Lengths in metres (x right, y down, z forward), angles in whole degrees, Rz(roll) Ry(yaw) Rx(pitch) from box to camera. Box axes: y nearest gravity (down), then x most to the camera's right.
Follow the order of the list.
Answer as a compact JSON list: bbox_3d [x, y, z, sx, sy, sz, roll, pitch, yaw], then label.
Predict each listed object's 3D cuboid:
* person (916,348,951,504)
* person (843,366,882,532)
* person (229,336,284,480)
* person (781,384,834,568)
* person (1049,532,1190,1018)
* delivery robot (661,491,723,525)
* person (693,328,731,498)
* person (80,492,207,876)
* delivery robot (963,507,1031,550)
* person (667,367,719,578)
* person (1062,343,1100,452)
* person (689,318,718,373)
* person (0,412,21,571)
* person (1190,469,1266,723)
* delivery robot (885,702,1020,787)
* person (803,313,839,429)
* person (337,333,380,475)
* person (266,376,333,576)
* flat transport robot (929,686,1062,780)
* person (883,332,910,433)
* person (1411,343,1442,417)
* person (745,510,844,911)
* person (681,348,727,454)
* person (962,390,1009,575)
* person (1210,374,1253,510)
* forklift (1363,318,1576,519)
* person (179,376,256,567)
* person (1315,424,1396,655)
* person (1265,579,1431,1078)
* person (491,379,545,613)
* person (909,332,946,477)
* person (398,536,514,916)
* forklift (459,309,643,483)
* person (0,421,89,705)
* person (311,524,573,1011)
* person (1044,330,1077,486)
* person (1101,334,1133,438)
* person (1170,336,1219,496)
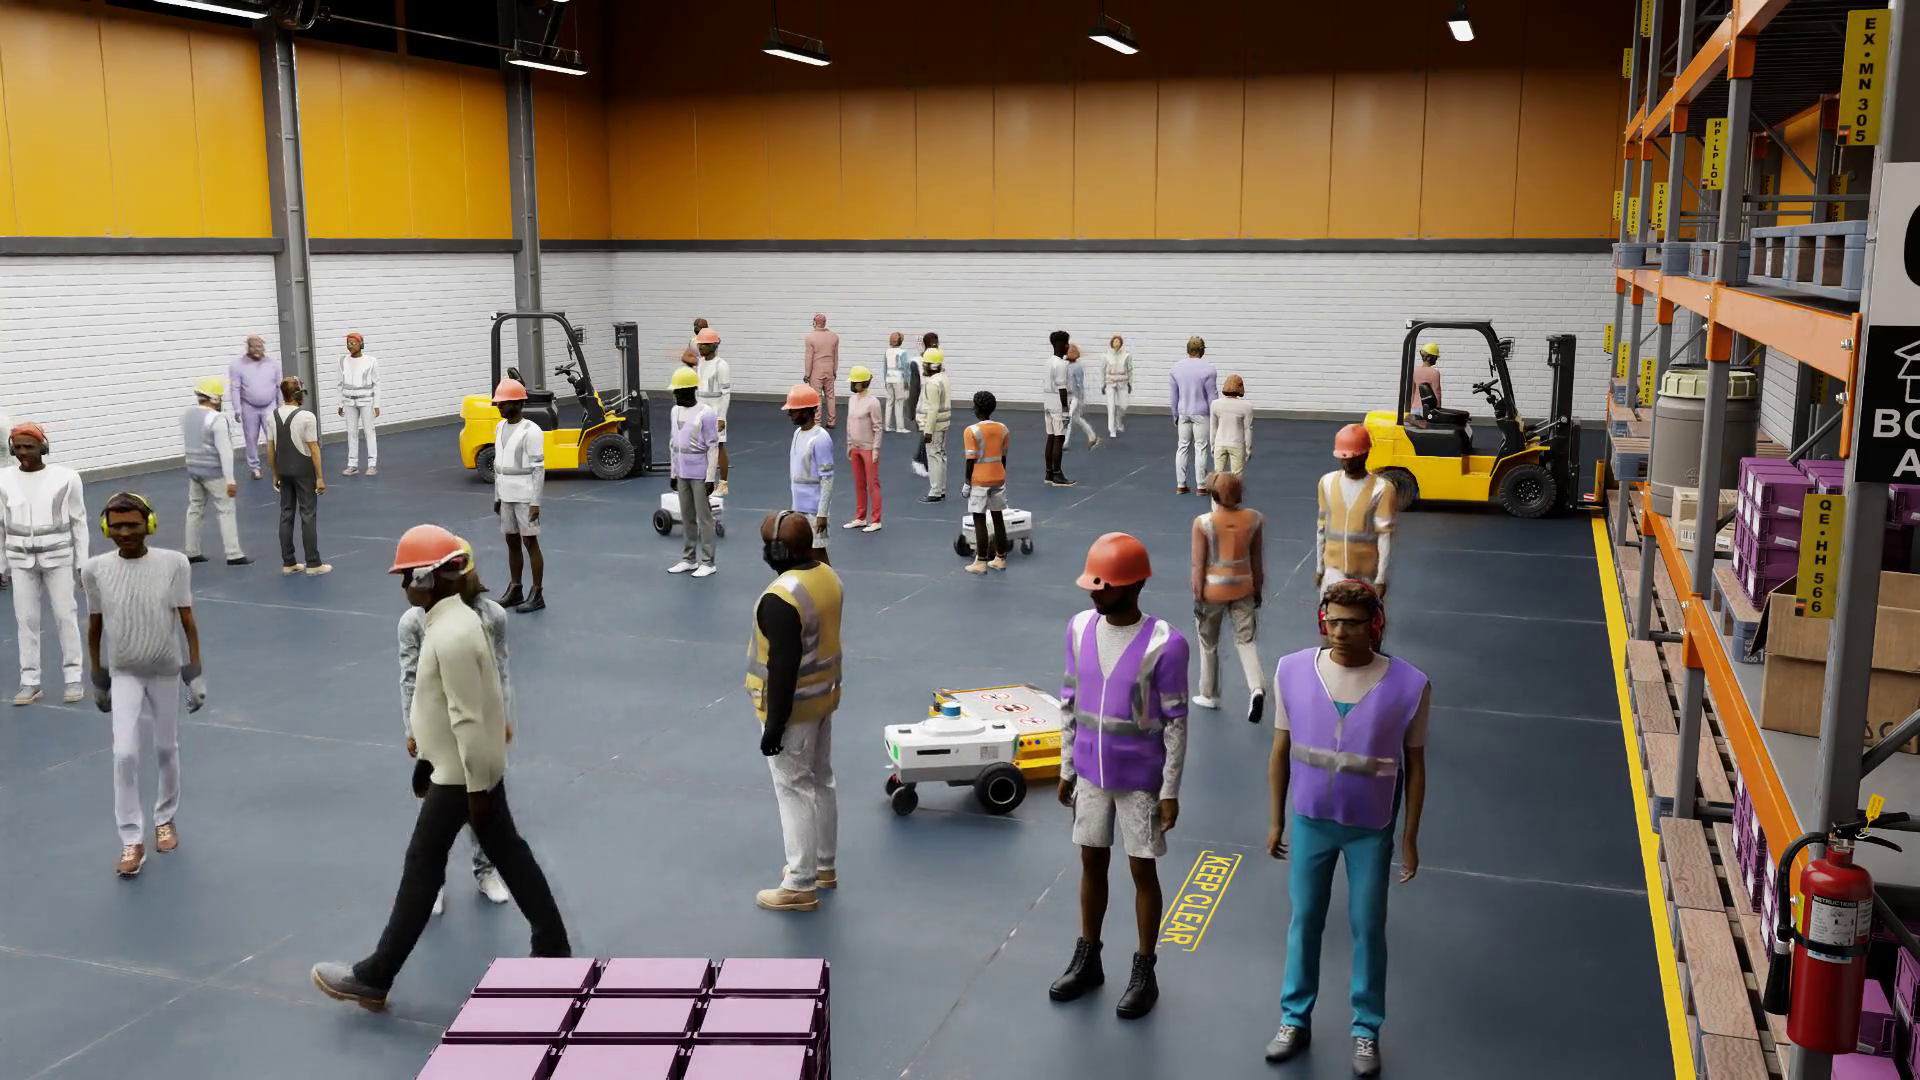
[{"bbox_3d":[-0.315,-1.338,19.537,0.404,1.832,0.600,2,10,12],"label":"person"},{"bbox_3d":[-1.031,-0.964,17.630,0.329,1.765,0.527,-8,13,-39],"label":"person"},{"bbox_3d":[-8.976,-1.668,21.310,0.662,1.870,0.932,-6,12,-30],"label":"person"},{"bbox_3d":[-1.215,-0.273,13.256,0.370,1.933,0.550,-6,12,-30],"label":"person"},{"bbox_3d":[0.619,0.918,6.556,0.543,1.932,0.376,7,12,34],"label":"person"},{"bbox_3d":[-2.796,-0.358,17.353,0.707,0.478,0.477,9,14,42],"label":"delivery robot"},{"bbox_3d":[-3.002,-1.518,19.961,0.381,2.044,0.607,-9,13,-41],"label":"person"},{"bbox_3d":[-3.962,0.690,8.112,0.516,1.845,0.775,-5,11,-25],"label":"person"},{"bbox_3d":[0.364,-0.150,16.182,0.707,0.478,0.477,-10,14,-43],"label":"delivery robot"},{"bbox_3d":[-2.458,-0.619,15.231,0.591,1.923,0.382,9,13,41],"label":"person"},{"bbox_3d":[1.717,-2.084,24.393,0.774,1.603,0.507,-3,11,-19],"label":"person"},{"bbox_3d":[-4.214,-2.692,27.142,0.429,1.844,0.627,5,11,27],"label":"person"},{"bbox_3d":[-8.538,-0.472,14.533,0.639,1.895,1.040,3,10,14],"label":"person"},{"bbox_3d":[1.728,0.353,10.626,0.527,1.612,0.718,-3,10,-14],"label":"person"},{"bbox_3d":[-0.047,1.123,9.015,0.707,0.478,0.477,-2,10,-9],"label":"delivery robot"},{"bbox_3d":[-2.303,-2.768,27.380,0.639,1.910,0.406,-8,13,-37],"label":"person"},{"bbox_3d":[-7.928,-1.787,21.930,0.572,1.883,0.355,1,10,4],"label":"person"},{"bbox_3d":[-6.074,-0.582,15.250,0.520,1.842,0.330,2,10,13],"label":"person"},{"bbox_3d":[0.354,1.127,10.054,0.652,0.197,1.431,-4,11,-20],"label":"flat transport robot"},{"bbox_3d":[-1.030,-2.538,26.845,0.310,1.638,0.522,-10,14,-44],"label":"person"},{"bbox_3d":[6.070,-1.675,21.654,0.327,1.760,0.524,-6,12,-29],"label":"person"},{"bbox_3d":[-0.763,0.773,7.634,0.429,1.839,0.634,3,11,17],"label":"person"},{"bbox_3d":[-3.693,-1.895,23.347,0.766,1.595,0.523,-1,10,-8],"label":"person"},{"bbox_3d":[0.233,-0.531,15.377,0.538,1.695,0.320,-9,13,-41],"label":"person"},{"bbox_3d":[2.967,-1.000,18.227,0.493,1.624,0.280,5,11,27],"label":"person"},{"bbox_3d":[5.787,-1.437,19.079,2.313,2.155,1.214,3,11,19],"label":"forklift"},{"bbox_3d":[-7.068,-0.645,15.706,0.603,1.824,0.404,5,11,27],"label":"person"},{"bbox_3d":[2.635,0.150,11.052,0.544,1.885,1.011,6,12,31],"label":"person"},{"bbox_3d":[1.420,1.038,6.119,0.564,1.846,0.390,4,11,24],"label":"person"},{"bbox_3d":[-3.672,-0.365,13.762,0.542,1.939,0.365,7,12,35],"label":"person"},{"bbox_3d":[-0.392,-1.745,21.629,0.455,1.900,0.620,8,13,39],"label":"person"},{"bbox_3d":[-2.276,0.834,7.565,0.492,1.740,0.325,-6,11,-29],"label":"person"},{"bbox_3d":[-5.354,-1.902,21.697,2.313,2.155,1.214,-2,10,-13],"label":"forklift"},{"bbox_3d":[-6.081,0.152,11.001,0.584,1.883,0.337,-3,10,-15],"label":"person"},{"bbox_3d":[-2.057,0.903,6.645,1.047,1.922,0.637,-3,10,-15],"label":"person"},{"bbox_3d":[1.247,-1.665,21.001,0.367,1.967,0.606,-3,10,-16],"label":"person"},{"bbox_3d":[2.470,-2.438,26.314,0.514,1.631,0.414,-1,10,-3],"label":"person"},{"bbox_3d":[2.840,-1.499,20.154,0.631,1.940,0.372,7,12,33],"label":"person"}]
